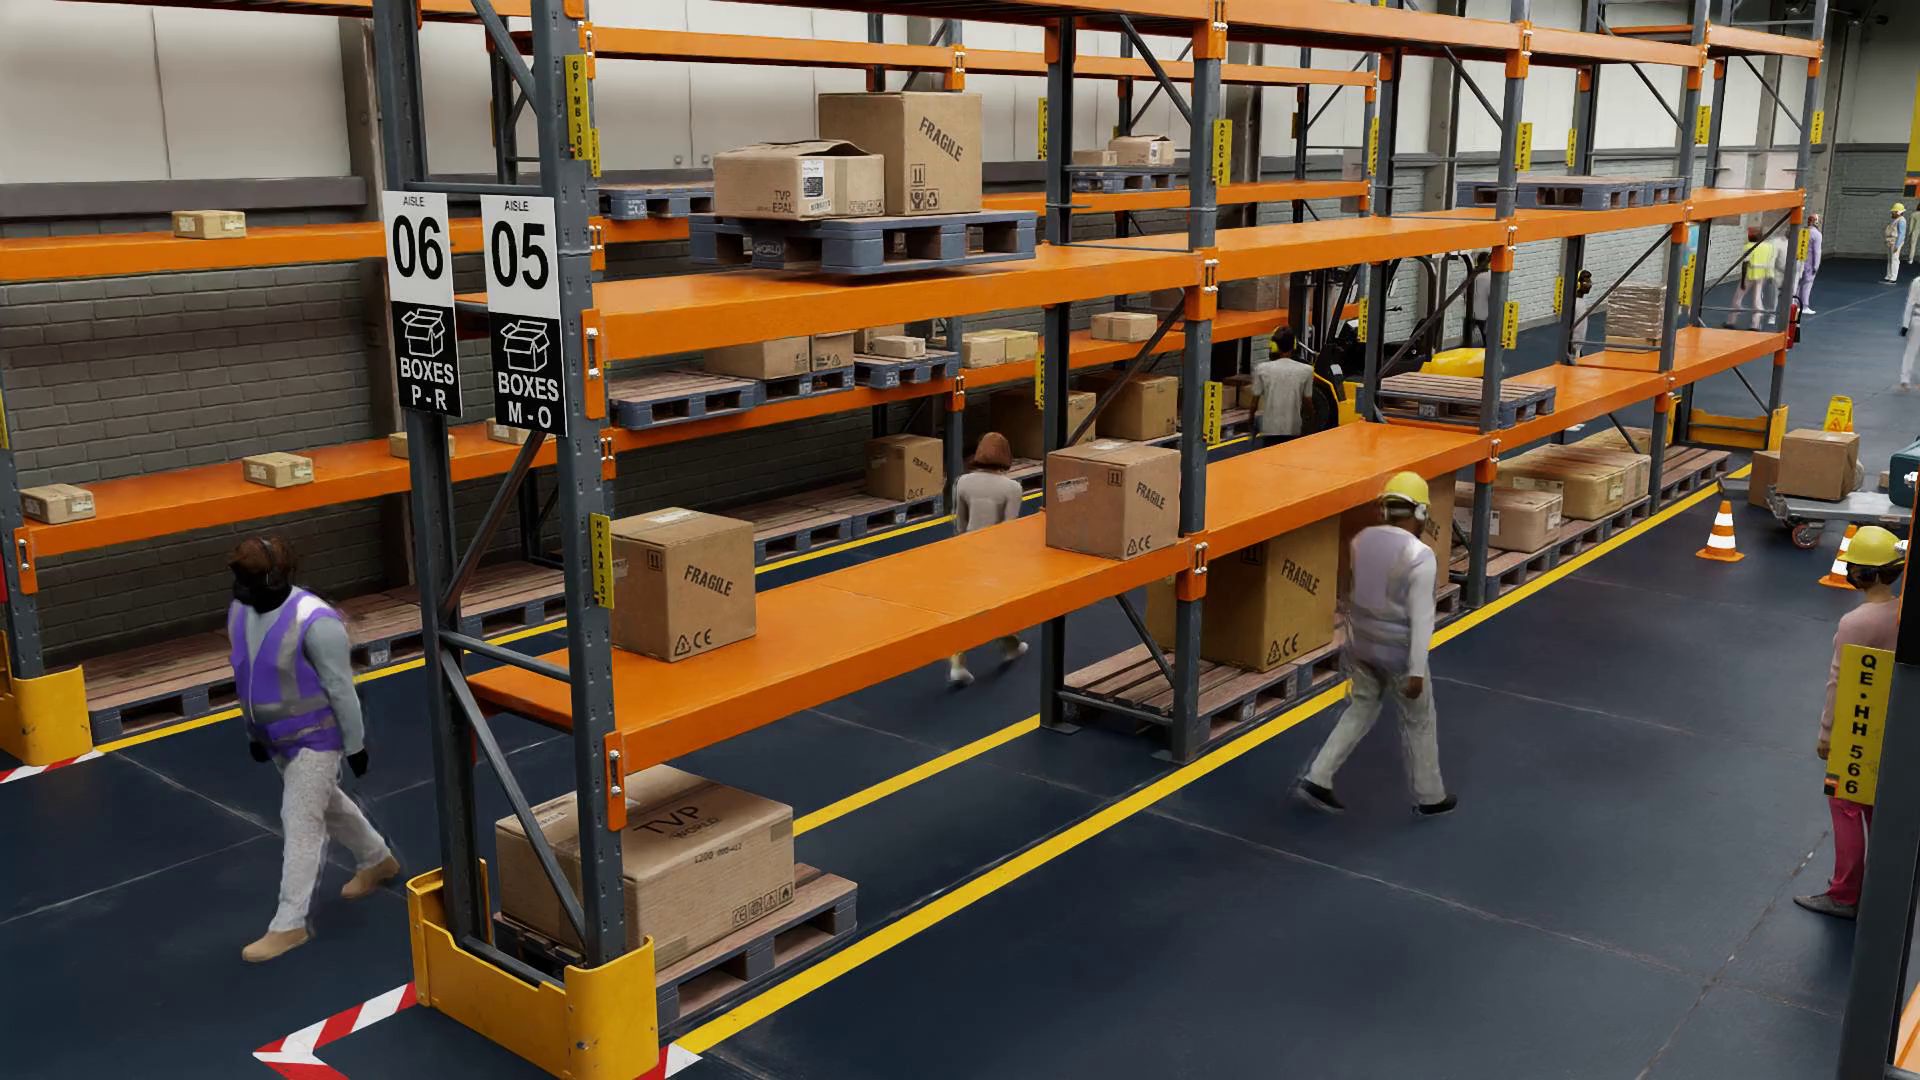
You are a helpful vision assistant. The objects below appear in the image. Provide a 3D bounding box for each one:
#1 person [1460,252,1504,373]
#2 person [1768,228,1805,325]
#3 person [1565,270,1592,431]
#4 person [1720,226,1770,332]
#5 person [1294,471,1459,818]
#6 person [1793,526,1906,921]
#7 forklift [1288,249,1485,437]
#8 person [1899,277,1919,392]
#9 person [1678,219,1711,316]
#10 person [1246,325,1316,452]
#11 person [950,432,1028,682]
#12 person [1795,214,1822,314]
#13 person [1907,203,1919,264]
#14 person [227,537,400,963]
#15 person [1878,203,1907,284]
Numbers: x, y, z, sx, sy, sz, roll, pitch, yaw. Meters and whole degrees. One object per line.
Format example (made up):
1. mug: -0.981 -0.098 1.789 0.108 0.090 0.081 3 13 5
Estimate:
1. person: 7.204 -3.060 23.011 1.050 1.813 0.520 -13 19 -43
2. person: 14.801 -4.740 29.762 0.674 1.839 1.029 2 14 8
3. person: 7.193 -2.216 19.443 0.328 1.872 0.514 8 16 29
4. person: 13.786 -4.571 29.140 0.576 1.810 0.843 -4 14 -15
5. person: 2.128 0.548 8.383 0.783 1.785 0.603 -7 15 -26
6. person: 3.987 0.803 7.392 0.520 1.758 0.344 -10 17 -34
7. forklift: 4.886 -2.214 18.767 2.313 2.155 1.214 11 18 38
8. person: 12.892 -2.865 22.118 0.717 1.845 0.744 1 14 4
9. person: 13.788 -5.252 31.583 0.832 1.992 0.415 -2 14 -6
10. person: 2.732 -0.890 14.091 0.600 1.852 0.354 2 14 8
11. person: 0.166 0.100 10.616 0.508 1.577 0.922 7 16 27
12. person: 16.297 -5.305 31.971 0.399 1.900 0.645 -4 14 -15
13. person: 25.388 -8.135 44.031 0.500 1.633 0.283 5 15 21
14. person: -2.831 0.825 7.238 0.641 1.799 0.896 8 16 31
15. person: 21.411 -6.788 38.134 0.404 1.833 0.587 3 14 12
